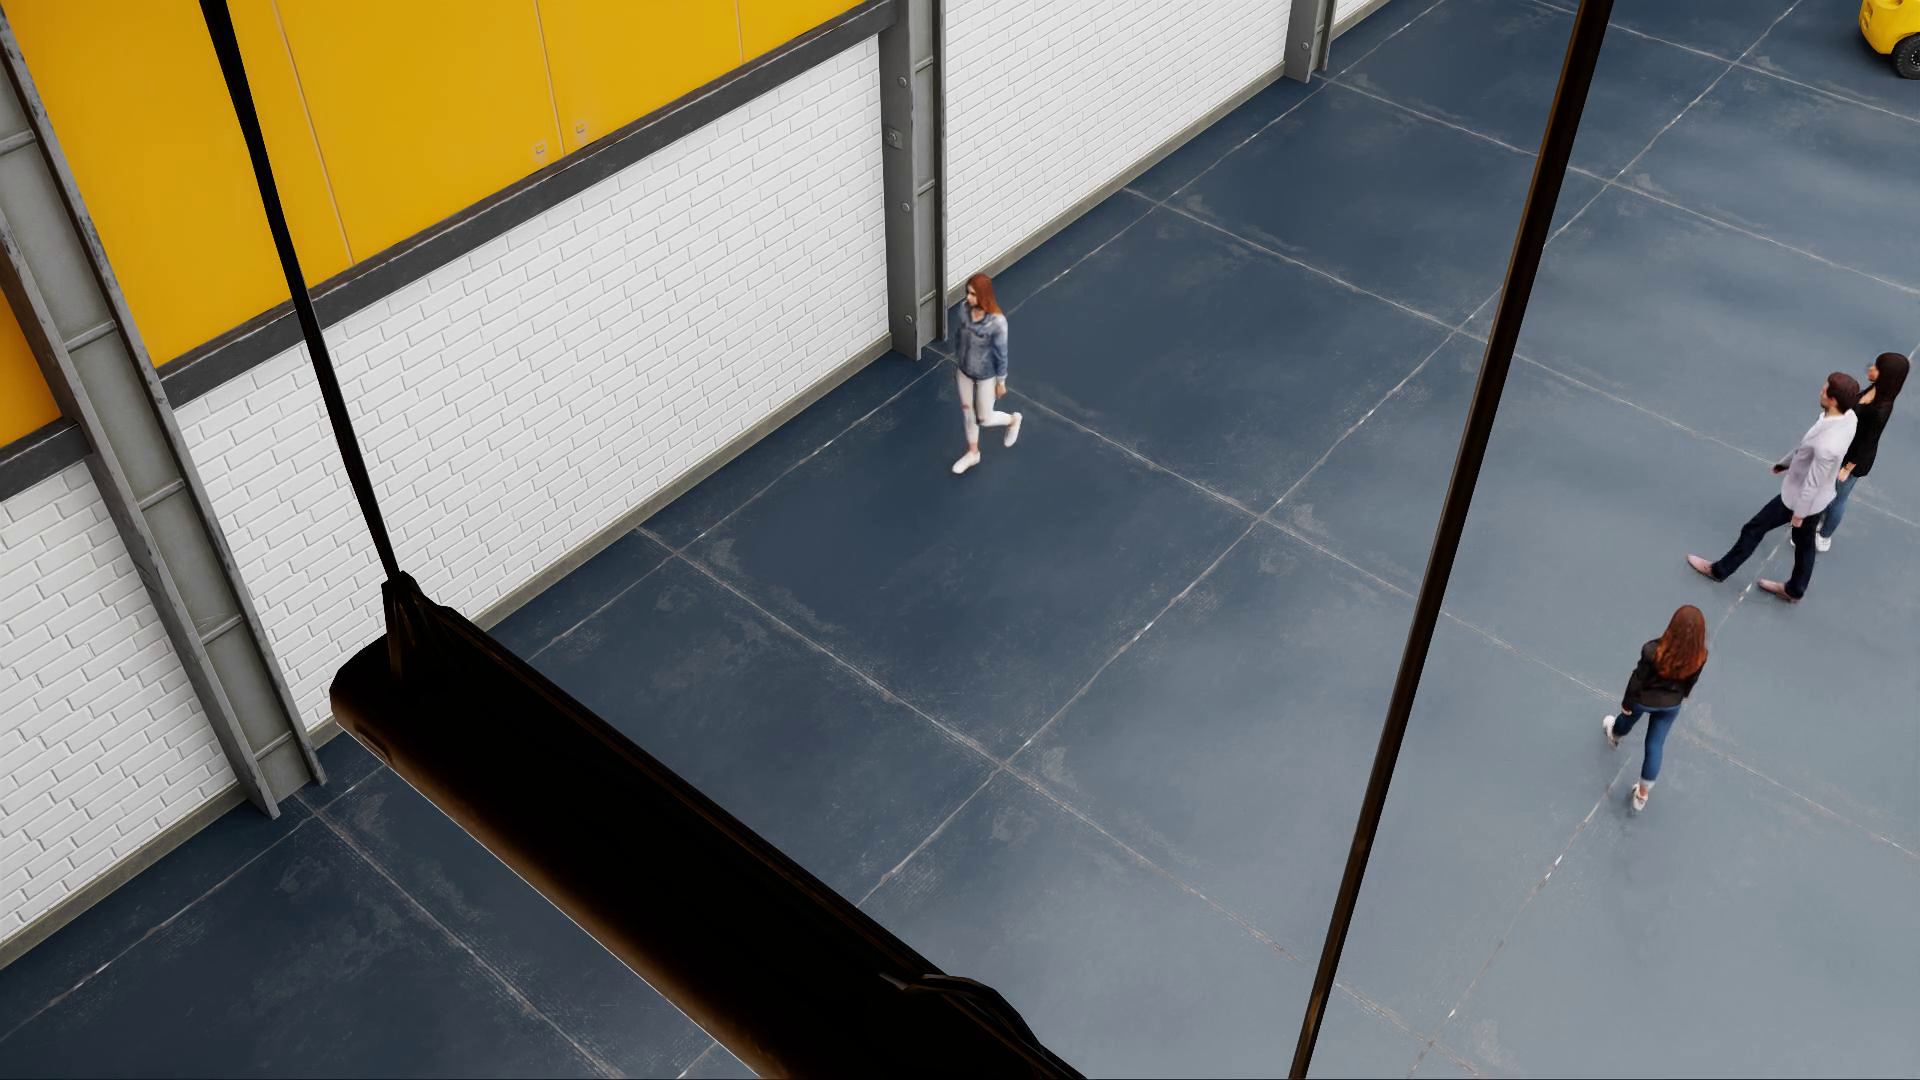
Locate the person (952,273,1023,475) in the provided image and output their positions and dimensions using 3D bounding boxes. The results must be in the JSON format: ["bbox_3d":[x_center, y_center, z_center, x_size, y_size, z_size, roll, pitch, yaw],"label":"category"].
[{"bbox_3d":[0.194,-1.236,12.050,0.645,1.687,0.872,34,53,30],"label":"person"}]

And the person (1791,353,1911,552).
[{"bbox_3d":[6.149,-0.611,11.423,0.694,1.646,0.561,15,46,15],"label":"person"}]

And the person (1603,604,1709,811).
[{"bbox_3d":[4.160,0.991,9.884,0.909,1.449,1.070,4,44,4],"label":"person"}]

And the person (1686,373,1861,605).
[{"bbox_3d":[5.653,-0.266,10.939,0.735,1.814,0.918,31,51,28],"label":"person"}]
